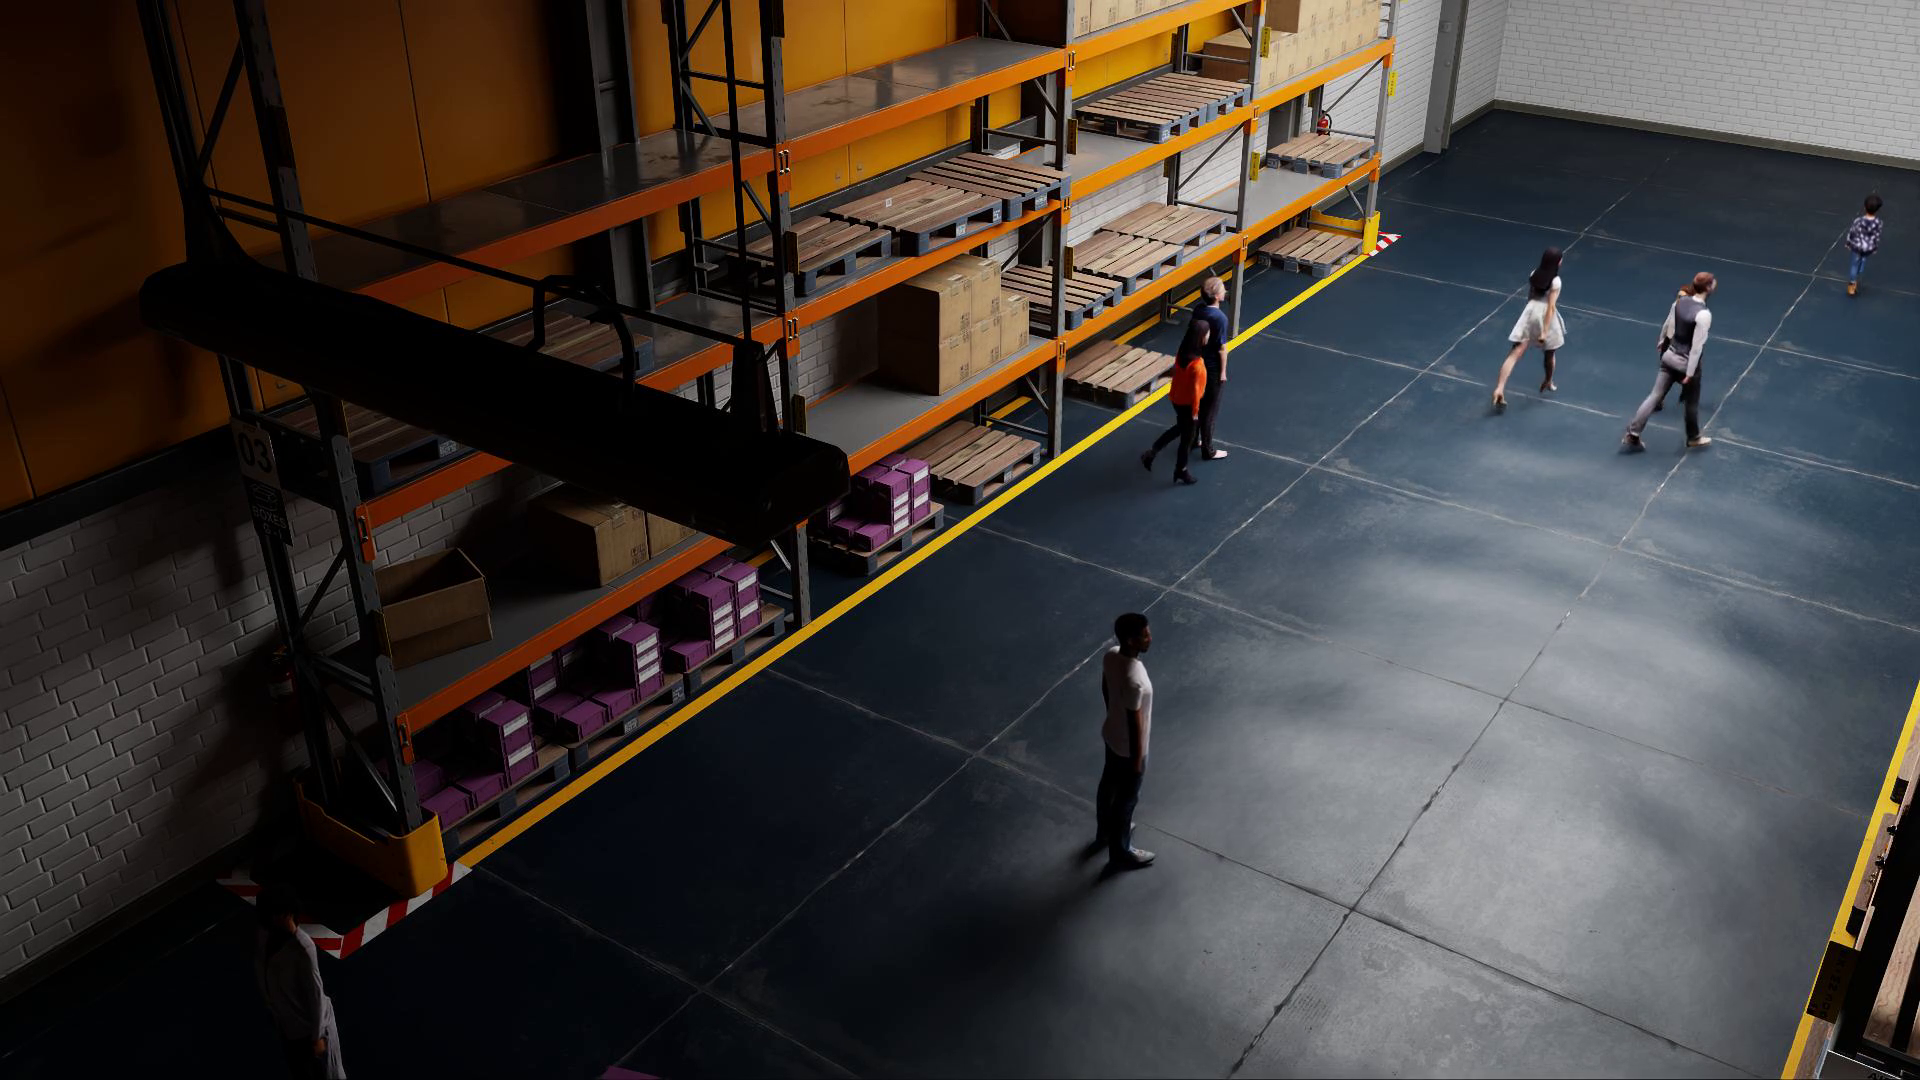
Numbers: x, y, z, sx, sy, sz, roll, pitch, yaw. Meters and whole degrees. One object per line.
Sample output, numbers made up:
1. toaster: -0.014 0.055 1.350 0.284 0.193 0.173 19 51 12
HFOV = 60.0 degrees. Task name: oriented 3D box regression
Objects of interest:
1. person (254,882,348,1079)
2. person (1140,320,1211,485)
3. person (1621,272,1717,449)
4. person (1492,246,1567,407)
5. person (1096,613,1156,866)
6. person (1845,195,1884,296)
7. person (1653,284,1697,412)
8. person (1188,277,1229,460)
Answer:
1. person: -3.512 2.540 8.887 0.592 1.774 0.546 16 33 27
2. person: 2.089 -1.298 15.972 0.975 1.728 0.914 -7 29 -13
3. person: 7.131 -1.762 16.641 1.294 1.902 1.149 -8 30 -15
4. person: 6.048 -2.209 17.662 1.316 1.709 0.938 -16 32 -27
5. person: 1.098 1.307 11.056 0.789 1.862 0.750 -7 29 -13
6. person: 11.329 -3.680 20.870 0.657 1.220 0.879 9 30 16
7. person: 7.631 -2.039 17.612 0.943 1.459 0.857 -5 29 -9
8. person: 2.484 -1.729 16.613 0.714 1.871 0.735 -14 32 -24
